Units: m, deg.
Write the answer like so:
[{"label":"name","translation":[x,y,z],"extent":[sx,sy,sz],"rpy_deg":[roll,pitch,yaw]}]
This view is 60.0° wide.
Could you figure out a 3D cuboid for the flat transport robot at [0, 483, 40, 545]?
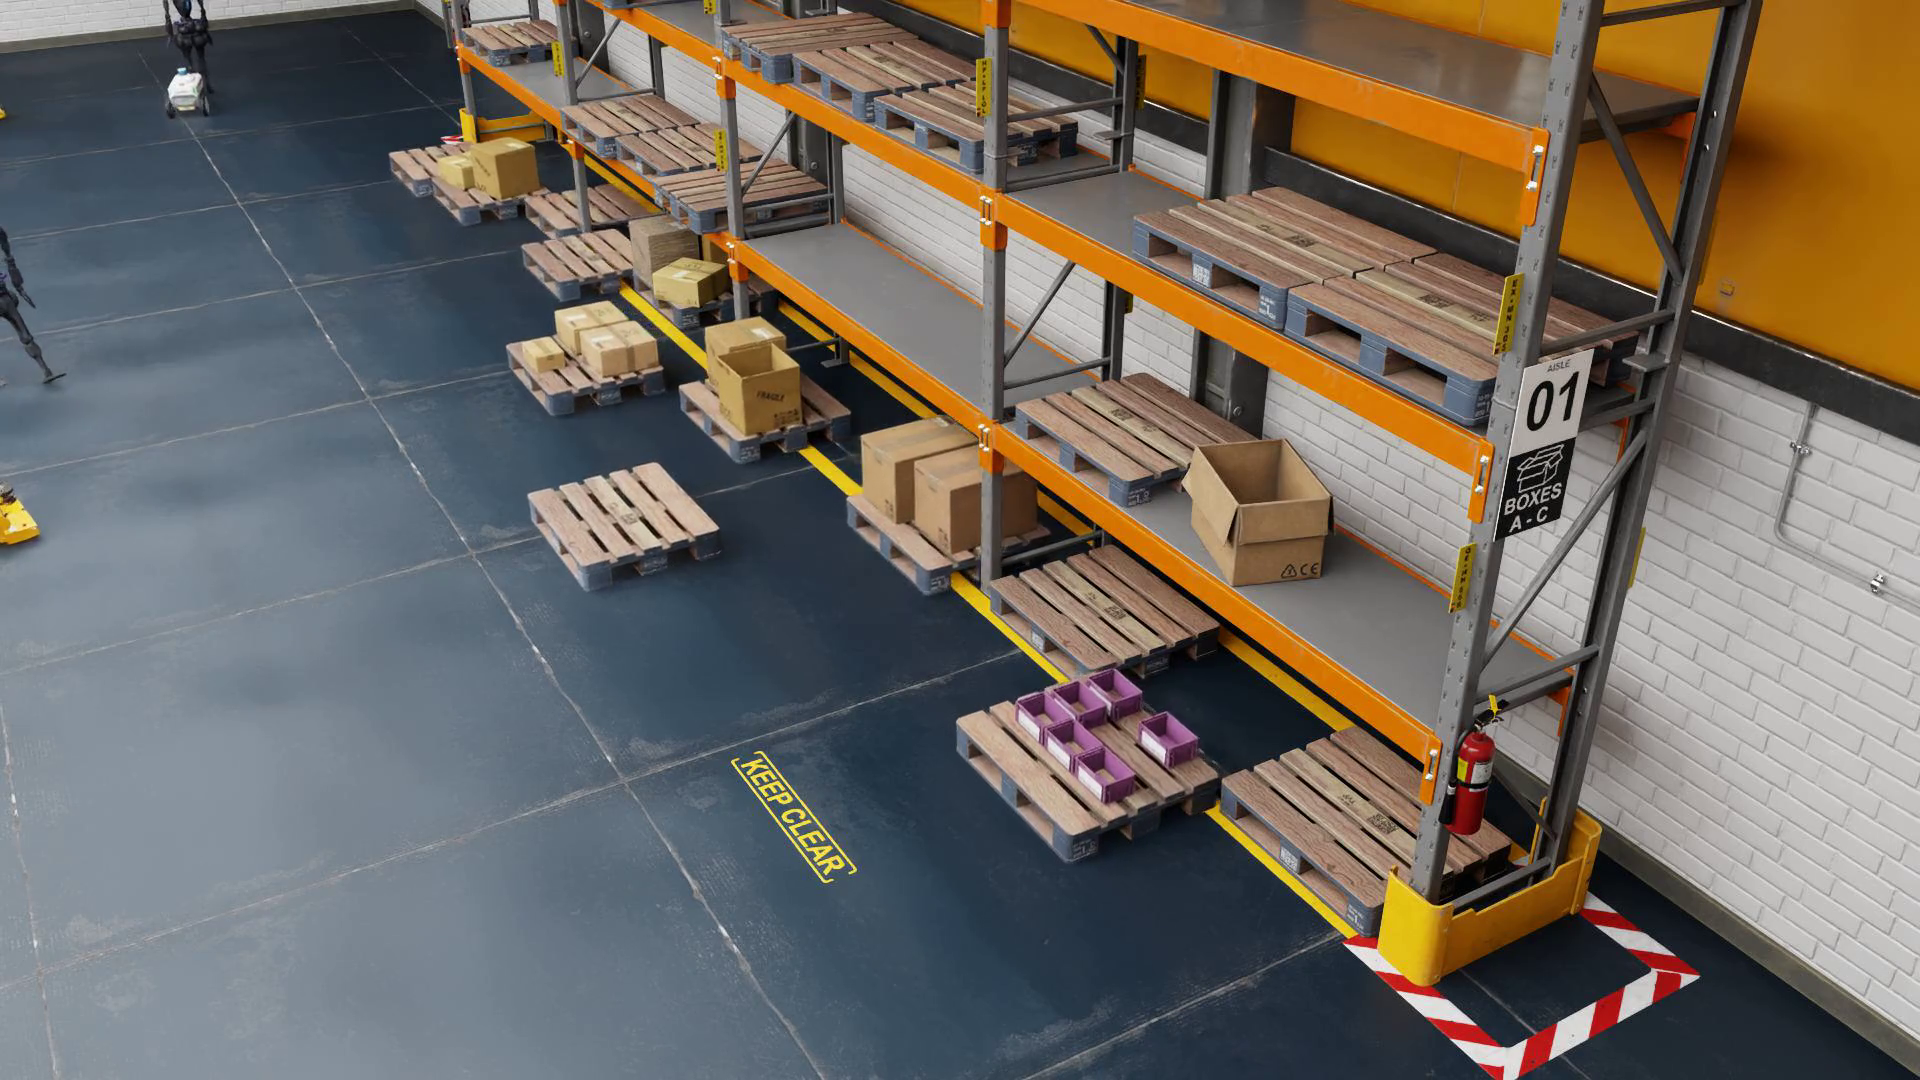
[{"label":"flat transport robot","translation":[-7.312,0.000,11.631],"extent":[1.431,0.231,0.659],"rpy_deg":[-23,37,-34]}]

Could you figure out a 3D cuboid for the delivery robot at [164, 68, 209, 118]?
[{"label":"delivery robot","translation":[-10.049,-5.822,21.611],"extent":[0.499,0.586,0.765],"rpy_deg":[-8,30,-13]}]

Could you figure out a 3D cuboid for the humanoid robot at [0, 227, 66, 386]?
[{"label":"humanoid robot","translation":[-8.004,-2.022,13.805],"extent":[0.789,1.624,0.587],"rpy_deg":[11,31,18]}]

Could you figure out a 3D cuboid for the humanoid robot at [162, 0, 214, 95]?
[{"label":"humanoid robot","translation":[-10.232,-6.716,22.078],"extent":[0.359,1.665,0.614],"rpy_deg":[23,37,35]}]

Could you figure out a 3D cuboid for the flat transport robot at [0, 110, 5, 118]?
[{"label":"flat transport robot","translation":[-12.977,-5.335,21.050],"extent":[0.659,0.231,1.431],"rpy_deg":[20,35,32]}]
